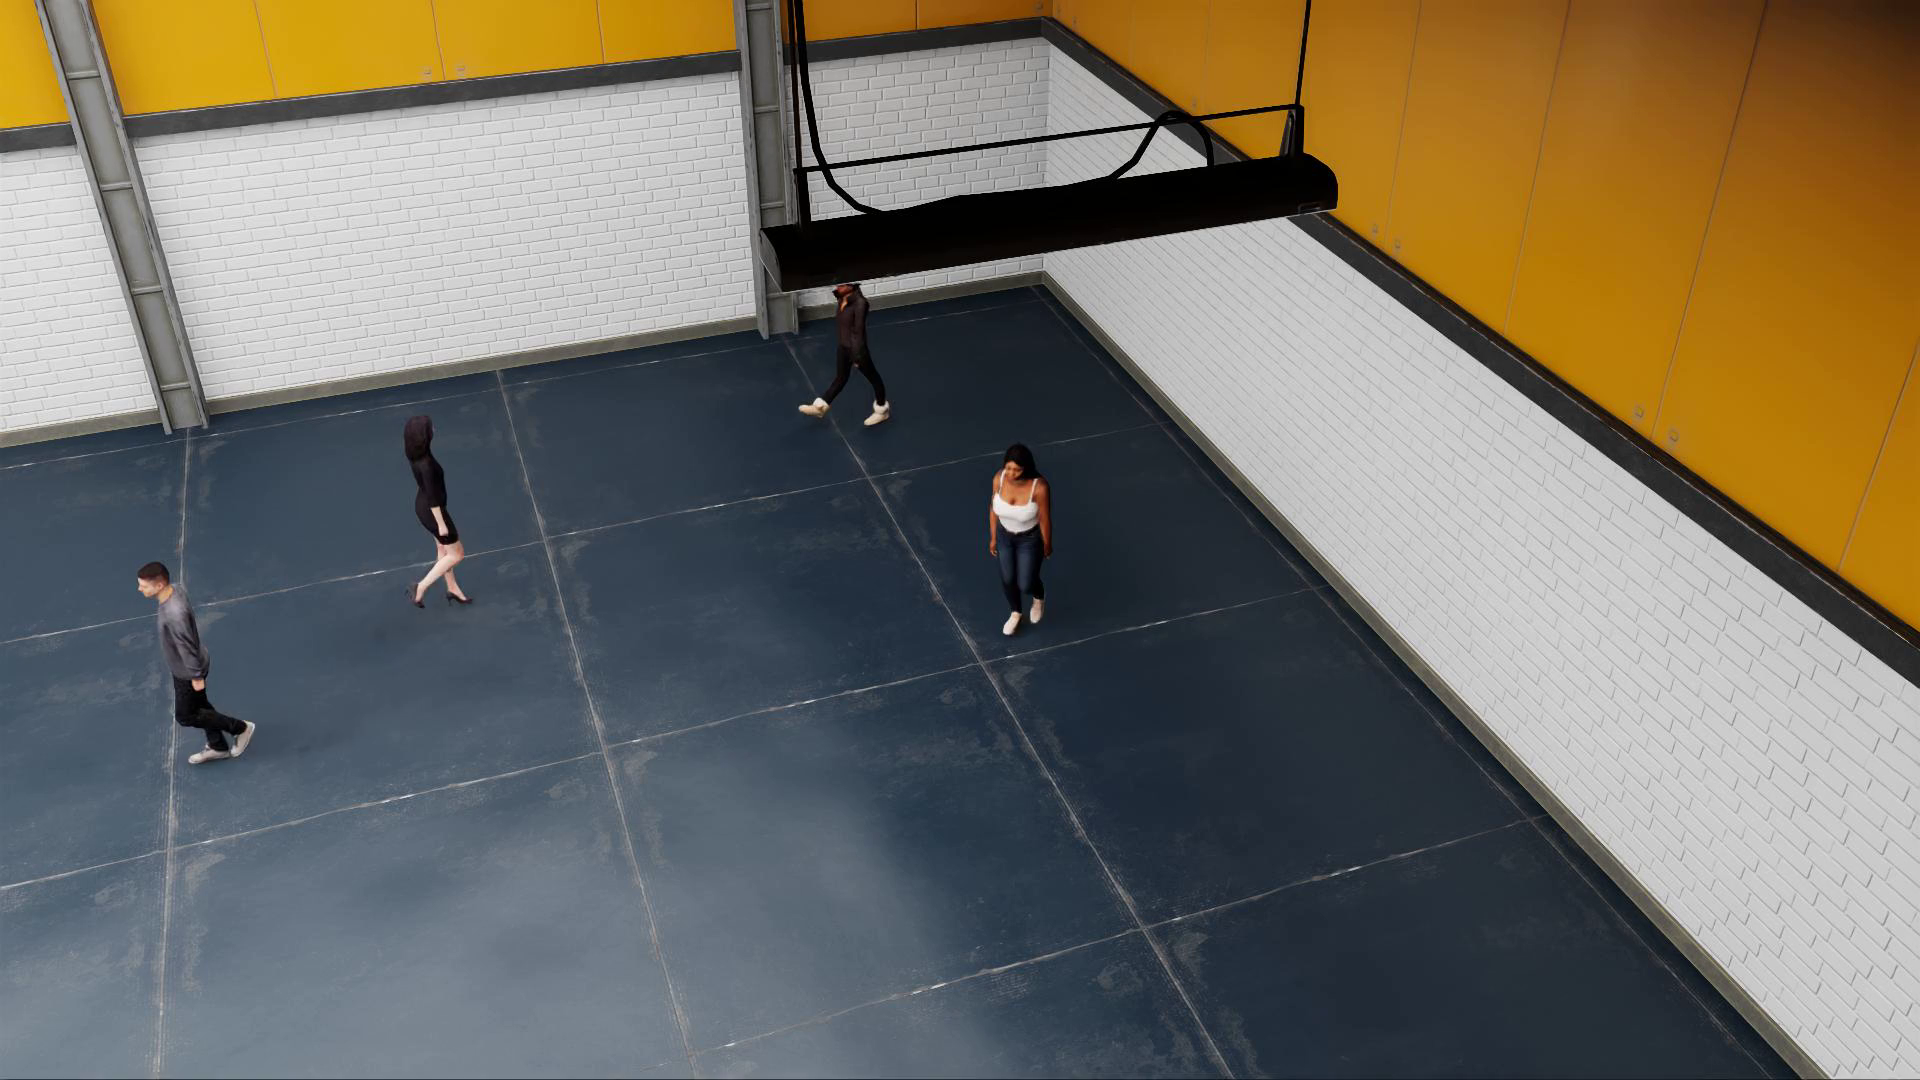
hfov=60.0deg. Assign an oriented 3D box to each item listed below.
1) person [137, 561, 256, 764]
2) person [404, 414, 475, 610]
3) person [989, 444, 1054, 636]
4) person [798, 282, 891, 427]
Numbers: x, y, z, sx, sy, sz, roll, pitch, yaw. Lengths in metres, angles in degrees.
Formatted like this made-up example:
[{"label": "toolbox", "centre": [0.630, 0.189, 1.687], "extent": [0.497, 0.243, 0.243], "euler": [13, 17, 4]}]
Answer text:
[{"label": "person", "centre": [-5.376, 0.868, 11.786], "extent": [0.759, 1.751, 0.688], "euler": [-15, 37, -22]}, {"label": "person", "centre": [-4.276, -0.161, 13.293], "extent": [0.806, 1.795, 0.666], "euler": [-16, 37, -23]}, {"label": "person", "centre": [0.505, -0.062, 13.154], "extent": [0.850, 1.784, 0.915], "euler": [17, 37, 23]}, {"label": "person", "centre": [-1.132, -1.788, 15.891], "extent": [1.120, 1.628, 0.733], "euler": [-16, 37, -23]}]
